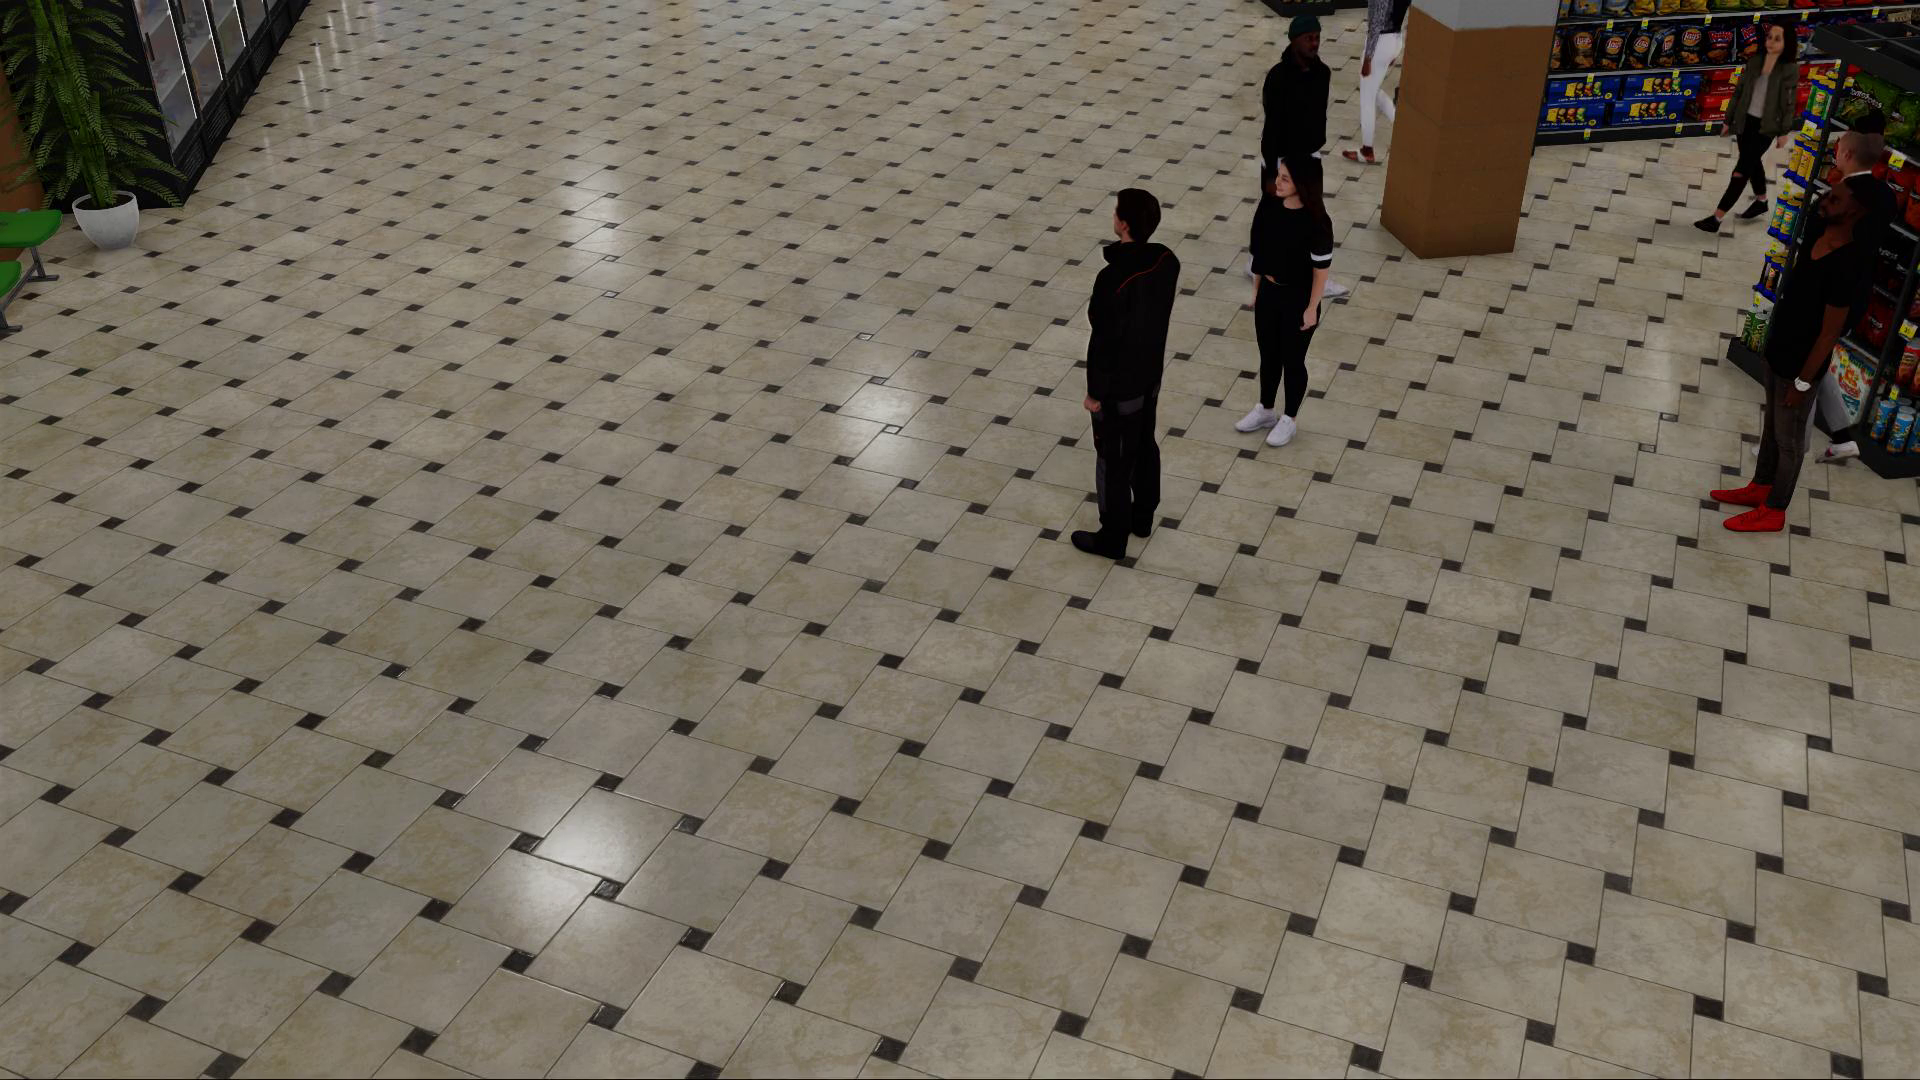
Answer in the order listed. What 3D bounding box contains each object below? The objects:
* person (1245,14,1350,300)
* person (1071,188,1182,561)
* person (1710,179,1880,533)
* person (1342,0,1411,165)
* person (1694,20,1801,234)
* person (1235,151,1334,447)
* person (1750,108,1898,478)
[{"bbox_3d":[2.044,-2.443,10.579,1.138,1.784,0.969,-15,35,-23],"label":"person"},{"bbox_3d":[0.794,-0.772,7.842,0.847,1.838,0.764,23,39,32],"label":"person"},{"bbox_3d":[4.077,-0.885,8.058,0.647,1.803,0.699,4,32,7],"label":"person"},{"bbox_3d":[3.284,-3.671,12.623,0.907,1.709,0.852,23,38,32],"label":"person"},{"bbox_3d":[5.595,-2.866,11.586,1.086,1.438,0.808,-16,35,-24],"label":"person"},{"bbox_3d":[1.747,-1.285,8.855,0.732,1.638,0.707,-23,39,-32],"label":"person"},{"bbox_3d":[4.457,-1.156,8.364,0.848,1.939,0.934,-17,36,-25],"label":"person"}]
